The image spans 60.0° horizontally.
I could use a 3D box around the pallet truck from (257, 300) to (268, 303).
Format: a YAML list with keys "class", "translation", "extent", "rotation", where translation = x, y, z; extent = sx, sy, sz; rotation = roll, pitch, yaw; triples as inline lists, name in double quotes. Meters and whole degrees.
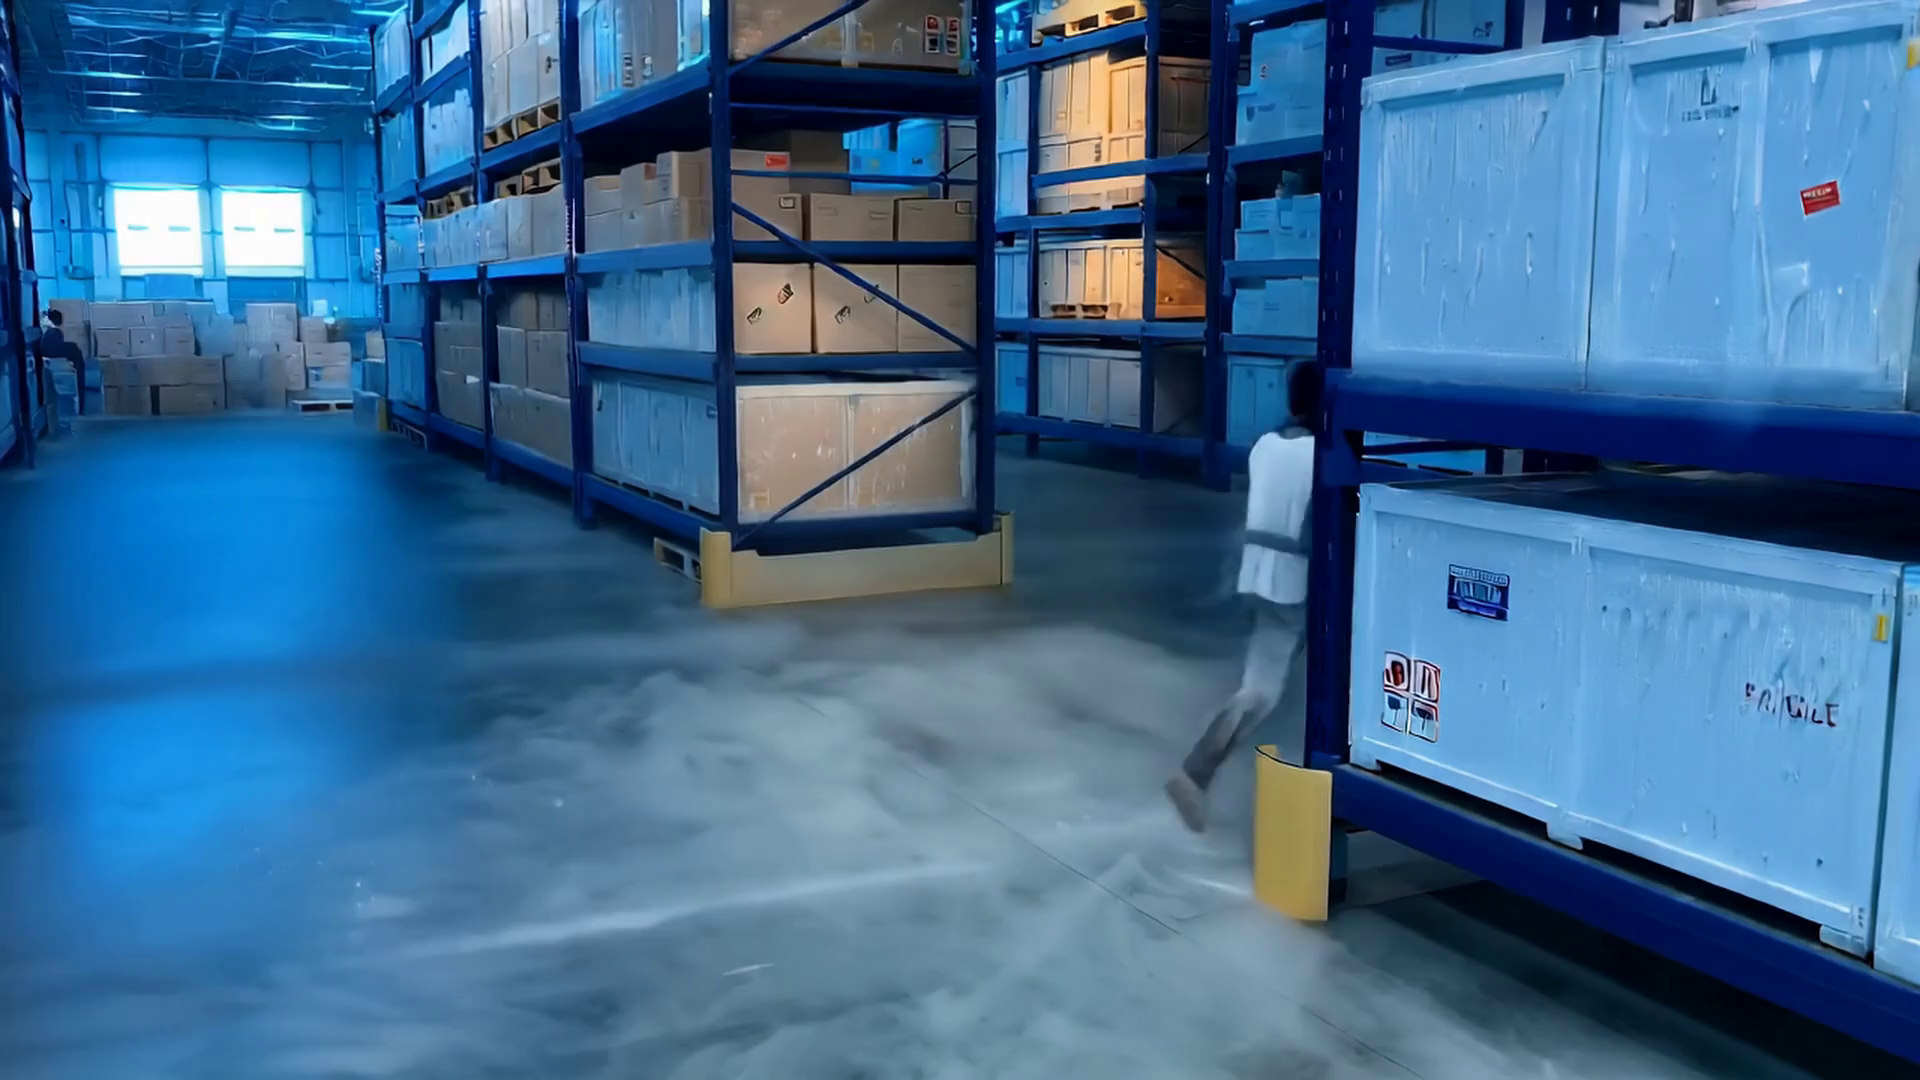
- class: "pallet truck"
  translation: [-23.913, -7.404, 58.171]
  extent: [1.885, 1.965, 0.823]
  rotation: [-1, 8, -9]

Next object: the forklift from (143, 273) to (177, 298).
- class: "forklift"
  translation: [-25.232, -7.037, 52.614]
  extent: [1.873, 2.768, 1.129]
  rotation: [8, 11, 43]

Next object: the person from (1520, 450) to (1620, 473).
- class: "person"
  translation: [2.983, -0.120, 8.259]
  extent: [0.652, 1.906, 0.403]
  rotation: [-5, 10, -30]

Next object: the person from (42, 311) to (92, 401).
- class: "person"
  translation: [-17.410, -3.519, 32.123]
  extent: [0.630, 1.781, 0.970]
  rotation: [8, 11, 42]

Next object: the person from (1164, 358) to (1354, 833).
- class: "person"
  translation: [1.200, 0.224, 6.218]
  extent: [0.864, 1.817, 0.579]
  rotation: [-4, 9, -26]
